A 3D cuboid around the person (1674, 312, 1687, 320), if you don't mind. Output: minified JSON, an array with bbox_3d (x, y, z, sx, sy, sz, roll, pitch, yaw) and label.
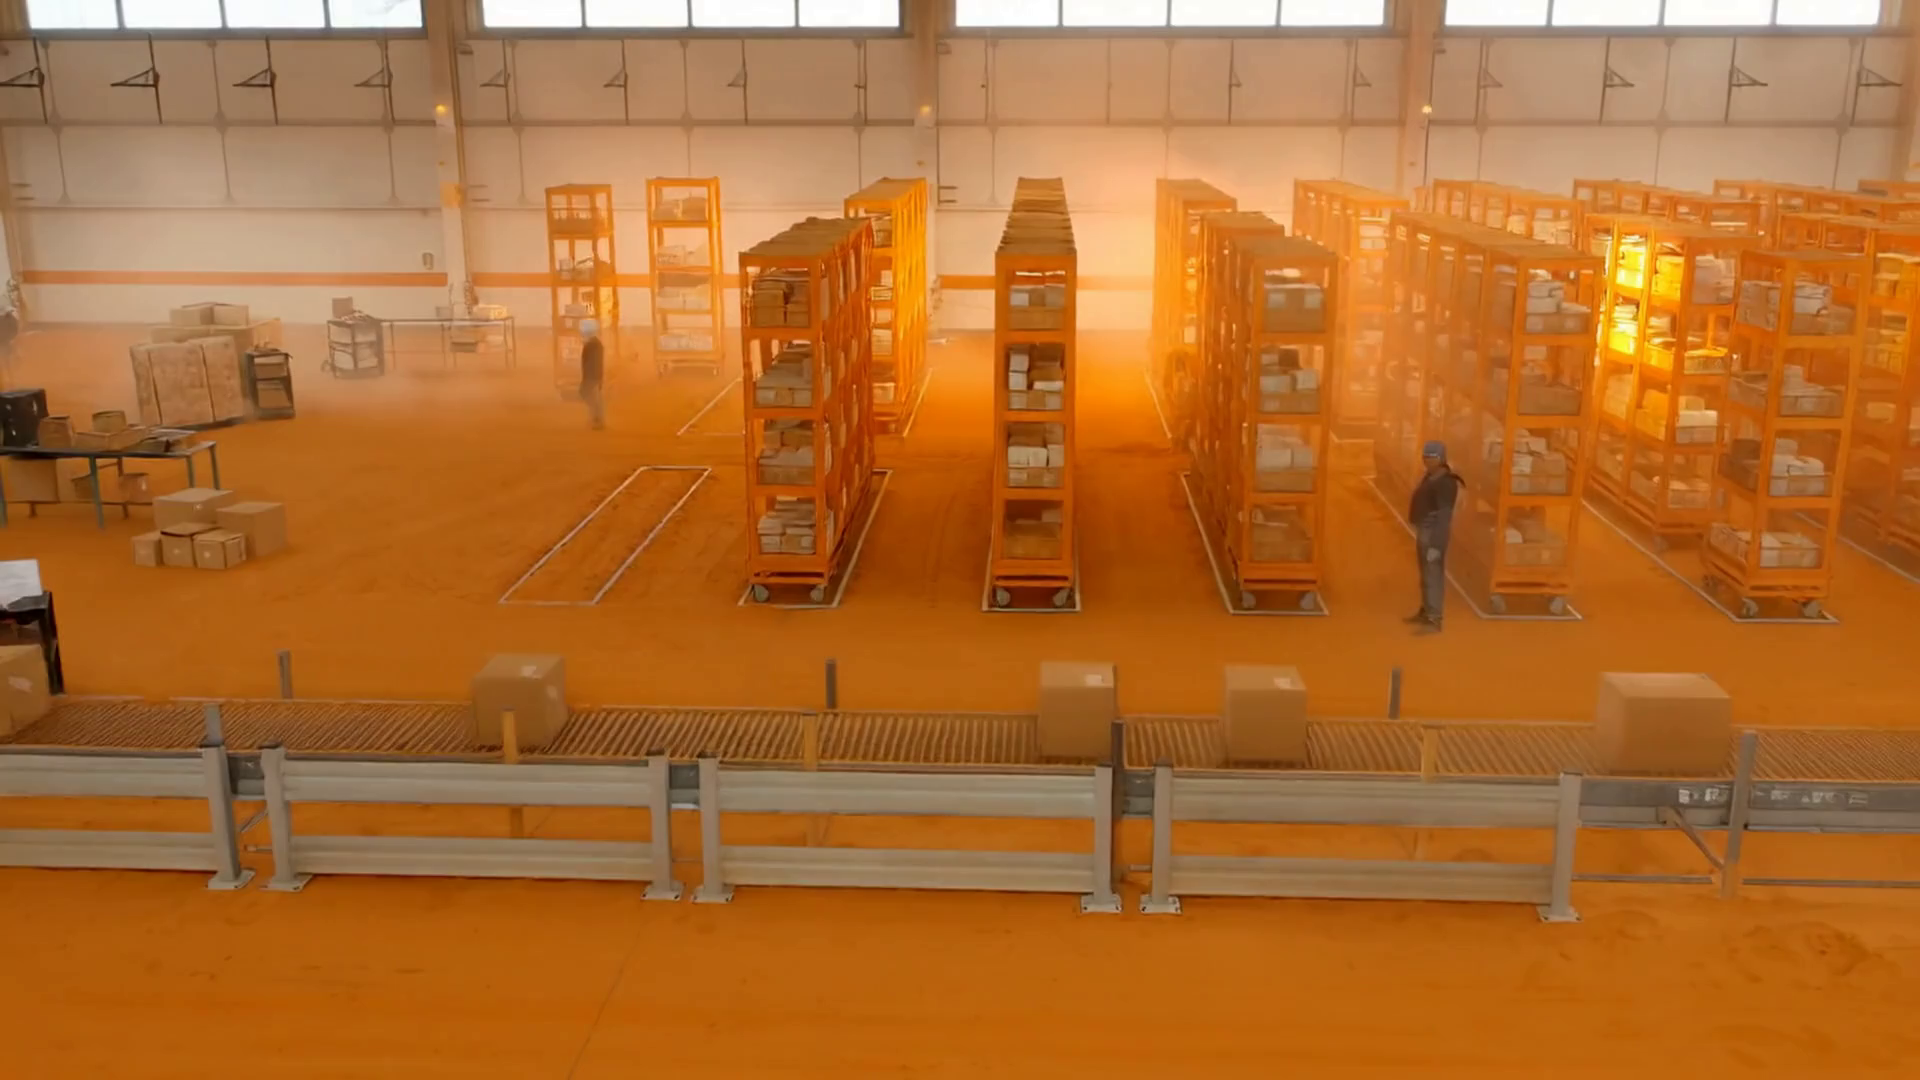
[{"bbox_3d":[14.416,-4.645,33.378,0.826,1.804,0.600,-4,15,-13],"label":"person"}]

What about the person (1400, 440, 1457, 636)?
[{"bbox_3d":[4.525,-0.030,16.038,0.408,1.908,0.644,1,15,3],"label":"person"}]

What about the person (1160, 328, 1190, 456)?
[{"bbox_3d":[3.124,-2.139,23.974,0.387,1.849,0.566,1,15,3],"label":"person"}]

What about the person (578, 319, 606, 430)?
[{"bbox_3d":[-5.716,-2.567,25.771,0.399,1.733,0.586,-9,18,-31],"label":"person"}]

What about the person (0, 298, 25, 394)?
[{"bbox_3d":[-15.513,-2.986,27.001,0.408,1.913,0.644,1,15,3],"label":"person"}]
